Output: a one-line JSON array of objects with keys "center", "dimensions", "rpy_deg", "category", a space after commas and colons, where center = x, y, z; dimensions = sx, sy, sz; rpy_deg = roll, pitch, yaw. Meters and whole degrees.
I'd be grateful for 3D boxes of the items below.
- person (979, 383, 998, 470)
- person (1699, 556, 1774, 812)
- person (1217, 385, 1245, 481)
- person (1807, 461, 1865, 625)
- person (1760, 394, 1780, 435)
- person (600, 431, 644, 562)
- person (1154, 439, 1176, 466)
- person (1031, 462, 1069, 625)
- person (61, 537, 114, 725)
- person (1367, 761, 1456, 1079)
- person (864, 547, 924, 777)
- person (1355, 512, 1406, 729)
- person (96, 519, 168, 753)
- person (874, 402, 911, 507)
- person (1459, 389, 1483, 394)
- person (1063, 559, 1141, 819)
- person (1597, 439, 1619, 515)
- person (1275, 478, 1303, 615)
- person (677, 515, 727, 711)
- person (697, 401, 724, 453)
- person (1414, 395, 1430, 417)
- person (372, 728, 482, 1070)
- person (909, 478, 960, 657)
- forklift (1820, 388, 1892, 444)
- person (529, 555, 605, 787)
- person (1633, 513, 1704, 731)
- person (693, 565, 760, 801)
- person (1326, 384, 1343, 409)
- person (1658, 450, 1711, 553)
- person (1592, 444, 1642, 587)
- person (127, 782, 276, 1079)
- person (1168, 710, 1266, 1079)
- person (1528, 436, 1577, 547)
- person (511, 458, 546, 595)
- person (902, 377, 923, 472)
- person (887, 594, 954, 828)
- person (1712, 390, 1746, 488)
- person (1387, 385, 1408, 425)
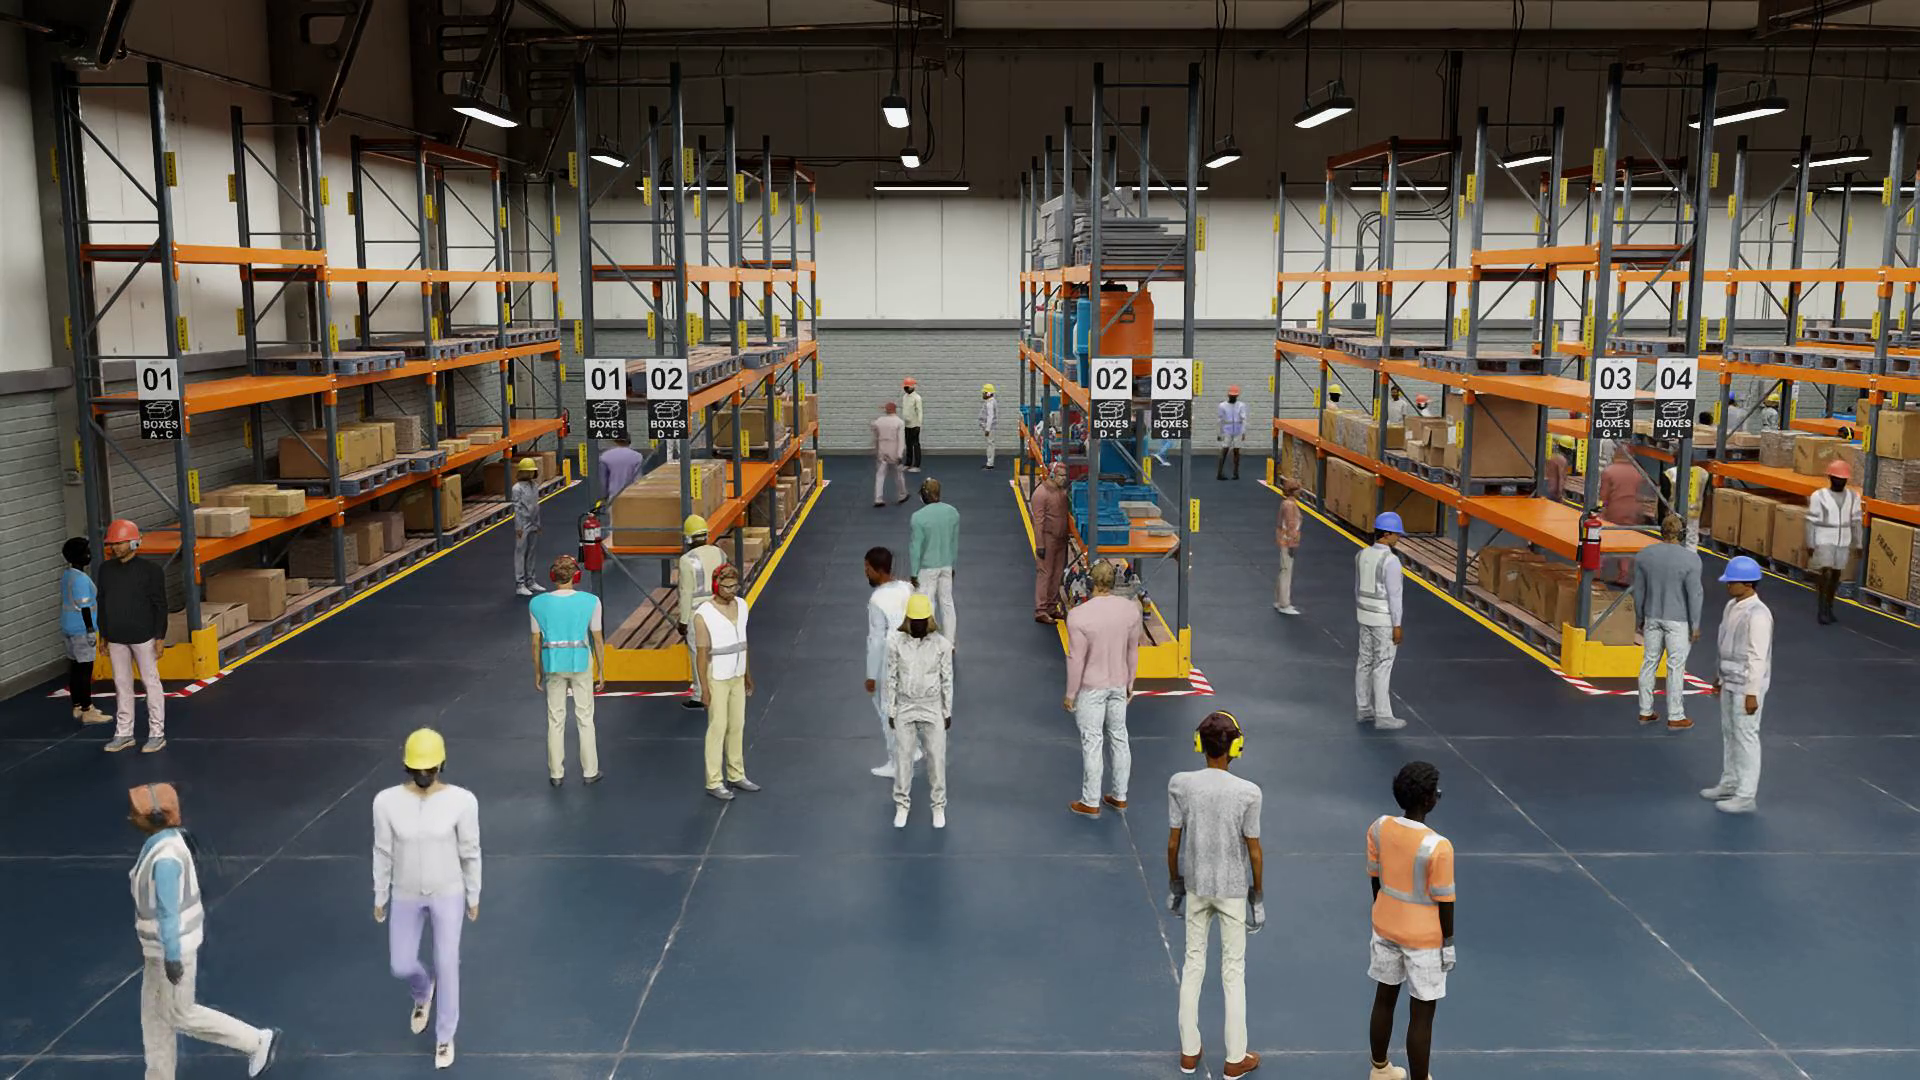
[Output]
[{"center": [0.598, -2.392, 35.184], "dimensions": [0.403, 1.837, 0.591], "rpy_deg": [1, 9, 4], "category": "person"}, {"center": [5.874, 1.079, 12.531], "dimensions": [0.412, 1.944, 0.606], "rpy_deg": [1, 9, 5], "category": "person"}, {"center": [5.451, -2.155, 33.404], "dimensions": [0.545, 1.916, 0.449], "rpy_deg": [-1, 9, -7], "category": "person"}, {"center": [10.187, 0.038, 19.321], "dimensions": [0.560, 1.914, 0.683], "rpy_deg": [0, 9, 3], "category": "person"}, {"center": [16.364, -2.092, 33.600], "dimensions": [0.320, 1.731, 0.490], "rpy_deg": [-1, 9, -5], "category": "person"}, {"center": [-4.822, -0.639, 23.767], "dimensions": [0.642, 1.891, 1.024], "rpy_deg": [0, 9, -3], "category": "person"}, {"center": [4.412, -2.524, 35.798], "dimensions": [0.458, 1.908, 0.605], "rpy_deg": [-5, 10, -30], "category": "person"}, {"center": [1.091, 0.026, 19.458], "dimensions": [0.401, 1.896, 0.650], "rpy_deg": [6, 11, 34], "category": "person"}, {"center": [-7.913, 0.815, 15.002], "dimensions": [0.319, 1.697, 0.532], "rpy_deg": [-8, 12, -41], "category": "person"}, {"center": [2.185, 1.898, 8.036], "dimensions": [0.318, 1.697, 0.535], "rpy_deg": [-5, 10, -31], "category": "person"}, {"center": [-0.570, 0.985, 13.255], "dimensions": [0.445, 1.897, 0.605], "rpy_deg": [3, 9, 20], "category": "person"}, {"center": [3.766, 0.715, 14.878], "dimensions": [0.402, 1.938, 0.602], "rpy_deg": [-3, 9, -20], "category": "person"}, {"center": [-7.012, 0.810, 14.072], "dimensions": [0.611, 1.996, 0.378], "rpy_deg": [1, 9, 7], "category": "person"}, {"center": [-1.217, -1.528, 29.596], "dimensions": [0.659, 1.838, 1.058], "rpy_deg": [4, 10, 26], "category": "person"}, {"center": [11.491, -2.795, 37.529], "dimensions": [0.554, 1.928, 0.445], "rpy_deg": [-1, 9, -4], "category": "person"}, {"center": [1.044, 1.103, 12.377], "dimensions": [0.627, 1.940, 0.372], "rpy_deg": [-5, 10, -29], "category": "person"}, {"center": [10.606, -1.117, 27.115], "dimensions": [0.406, 1.814, 0.655], "rpy_deg": [2, 9, 15], "category": "person"}, {"center": [3.949, 0.067, 19.999], "dimensions": [0.310, 1.638, 0.523], "rpy_deg": [1, 9, 7], "category": "person"}, {"center": [-2.421, 0.675, 15.482], "dimensions": [0.404, 1.828, 0.592], "rpy_deg": [5, 10, 31], "category": "person"}, {"center": [-4.635, -1.794, 31.383], "dimensions": [0.642, 1.822, 0.483], "rpy_deg": [-1, 9, -5], "category": "person"}, {"center": [9.153, -2.017, 33.090], "dimensions": [0.361, 1.742, 0.569], "rpy_deg": [4, 10, 22], "category": "person"}, {"center": [-2.712, 1.796, 8.499], "dimensions": [0.545, 1.753, 0.442], "rpy_deg": [-1, 9, -9], "category": "person"}, {"center": [-0.274, 0.306, 17.538], "dimensions": [0.630, 1.933, 0.364], "rpy_deg": [-7, 11, -38], "category": "person"}, {"center": [20.072, -3.110, 36.462], "dimensions": [1.873, 2.768, 1.129], "rpy_deg": [0, 9, 0], "category": "forklift"}, {"center": [-3.084, 1.036, 13.105], "dimensions": [0.566, 1.846, 0.387], "rpy_deg": [-1, 9, -6], "category": "person"}, {"center": [6.308, 0.722, 14.828], "dimensions": [0.372, 1.940, 0.627], "rpy_deg": [-7, 11, -38], "category": "person"}, {"center": [-1.832, 1.086, 12.833], "dimensions": [0.394, 1.832, 0.576], "rpy_deg": [5, 10, 31], "category": "person"}, {"center": [7.490, -2.169, 33.468], "dimensions": [0.372, 1.923, 0.595], "rpy_deg": [1, 9, 5], "category": "person"}, {"center": [9.467, -0.309, 21.822], "dimensions": [0.636, 1.831, 0.429], "rpy_deg": [0, 9, 2], "category": "person"}, {"center": [8.580, -0.326, 21.832], "dimensions": [0.672, 1.868, 0.663], "rpy_deg": [-3, 9, -18], "category": "person"}, {"center": [-3.736, 1.940, 8.051], "dimensions": [0.636, 1.620, 0.512], "rpy_deg": [-5, 10, -30], "category": "person"}, {"center": [1.288, 1.770, 8.332], "dimensions": [0.508, 1.865, 0.329], "rpy_deg": [4, 10, 25], "category": "person"}, {"center": [8.930, -0.710, 24.779], "dimensions": [0.893, 1.692, 0.640], "rpy_deg": [0, 9, 0], "category": "person"}, {"center": [-5.511, -0.180, 21.252], "dimensions": [0.299, 1.745, 0.483], "rpy_deg": [3, 9, 20], "category": "person"}, {"center": [-1.025, -2.408, 34.797], "dimensions": [0.392, 1.991, 0.613], "rpy_deg": [-6, 11, -36], "category": "person"}, {"center": [-0.293, 1.245, 12.120], "dimensions": [0.486, 1.736, 0.320], "rpy_deg": [0, 9, 3], "category": "person"}, {"center": [14.617, -1.889, 31.643], "dimensions": [0.612, 1.929, 0.652], "rpy_deg": [4, 10, 26], "category": "person"}, {"center": [8.996, -2.270, 34.351], "dimensions": [0.332, 1.859, 0.510], "rpy_deg": [-7, 11, -39], "category": "person"}]
